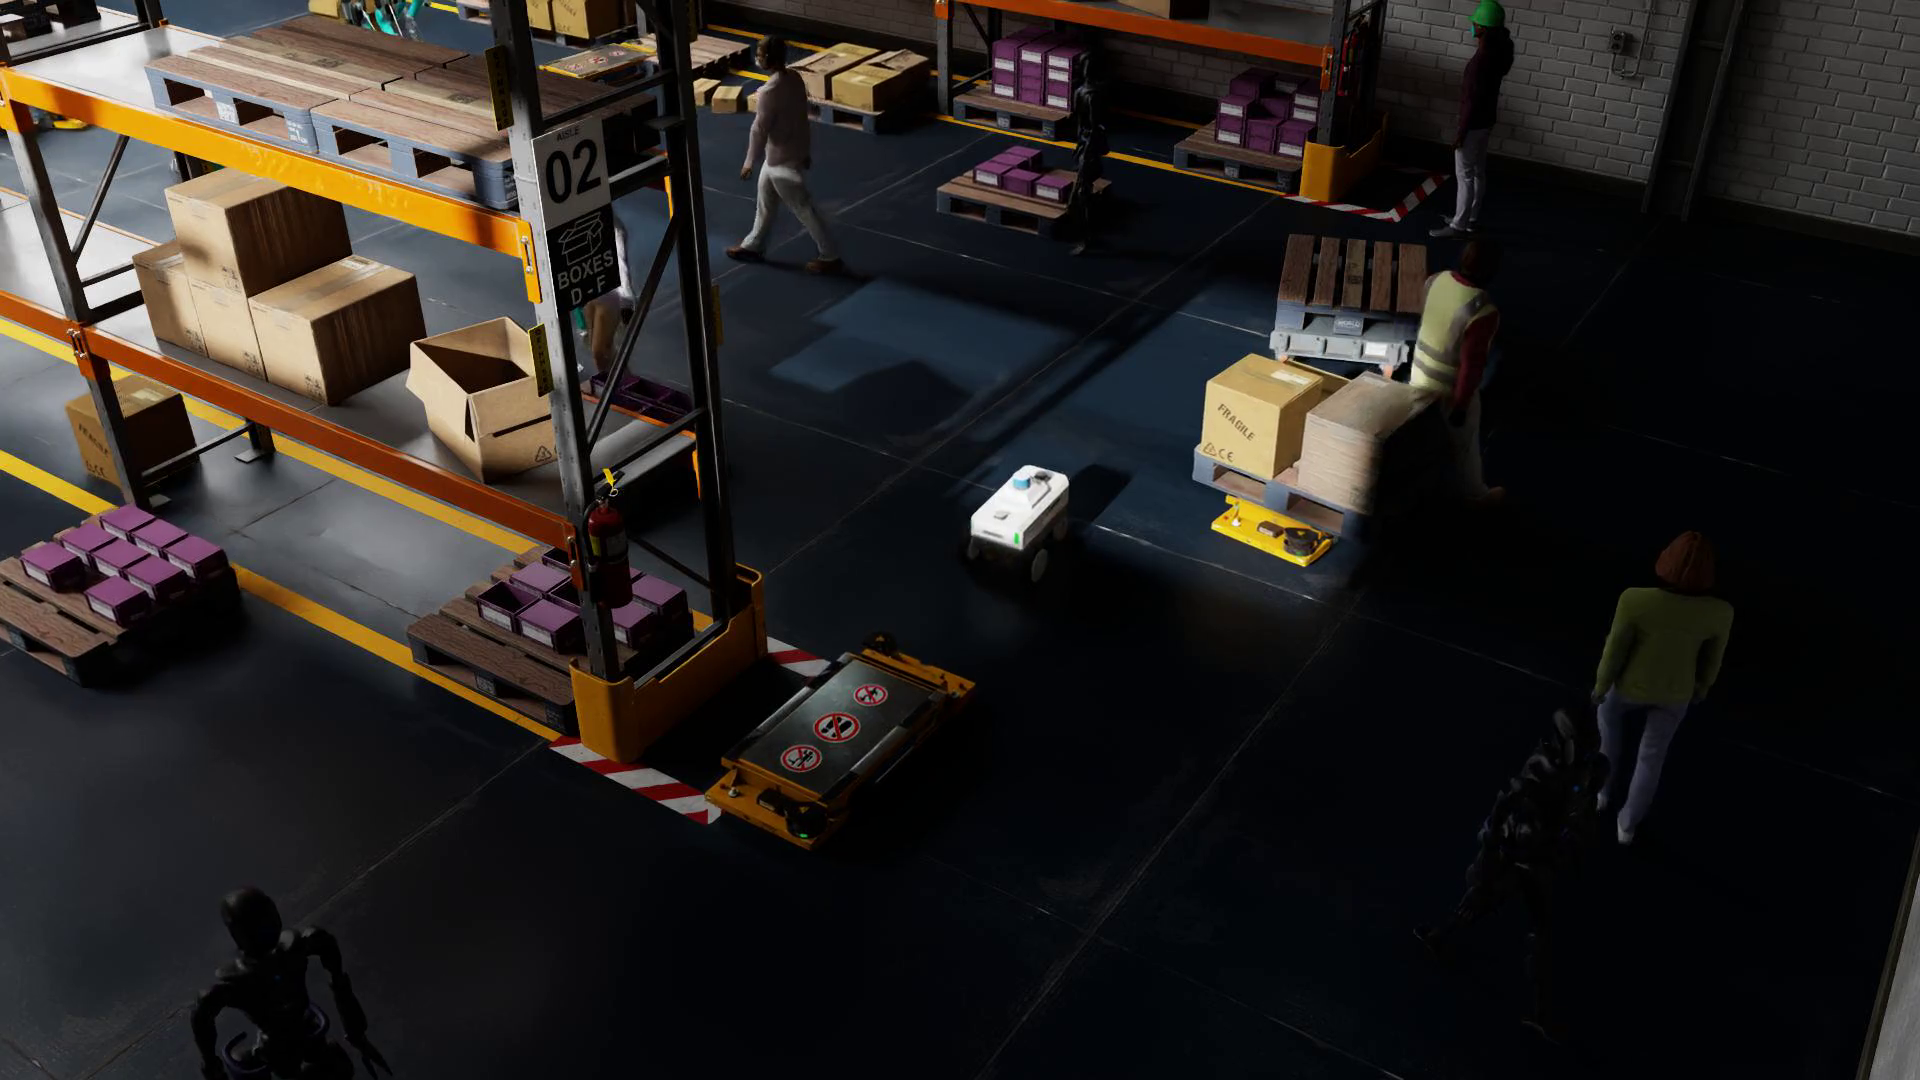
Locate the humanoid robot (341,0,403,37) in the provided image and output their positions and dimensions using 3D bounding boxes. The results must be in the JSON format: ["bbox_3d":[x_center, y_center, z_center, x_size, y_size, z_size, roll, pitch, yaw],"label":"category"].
[{"bbox_3d":[-5.740,-5.156,16.405,0.536,1.744,0.678,-27,42,-35],"label":"humanoid robot"}]

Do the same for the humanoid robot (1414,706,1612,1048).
[{"bbox_3d":[2.259,1.276,6.664,0.588,1.623,0.818,-14,36,-20],"label":"humanoid robot"}]

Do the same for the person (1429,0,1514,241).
[{"bbox_3d":[4.211,-3.400,13.558,0.417,1.953,0.488,23,40,31],"label":"person"}]

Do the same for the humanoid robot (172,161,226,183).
[{"bbox_3d":[-5.482,-2.127,11.840,0.973,1.774,0.530,9,34,14],"label":"humanoid robot"}]

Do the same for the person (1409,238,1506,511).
[{"bbox_3d":[2.915,-0.954,9.951,0.894,1.797,0.650,-12,35,-18],"label":"person"}]

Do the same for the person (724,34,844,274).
[{"bbox_3d":[-1.393,-3.001,13.012,1.044,1.888,0.624,6,34,10],"label":"person"}]

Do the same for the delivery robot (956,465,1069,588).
[{"bbox_3d":[0.345,-0.114,9.787,0.499,0.596,0.775,17,37,24],"label":"delivery robot"}]

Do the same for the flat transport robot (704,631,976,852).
[{"bbox_3d":[-0.575,0.978,8.370,0.659,0.231,1.431,20,38,27],"label":"flat transport robot"}]

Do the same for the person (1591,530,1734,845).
[{"bbox_3d":[3.173,0.658,7.623,0.522,1.613,0.517,8,34,12],"label":"person"}]

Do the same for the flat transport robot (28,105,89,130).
[{"bbox_3d":[-9.149,-4.309,16.496,1.431,0.231,0.659,7,34,10],"label":"flat transport robot"}]

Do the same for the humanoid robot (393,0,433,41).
[{"bbox_3d":[-5.790,-5.733,17.274,0.544,1.727,0.696,-28,42,-36],"label":"humanoid robot"}]

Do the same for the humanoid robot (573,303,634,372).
[{"bbox_3d":[-2.539,-1.869,11.417,0.536,1.777,0.852,-27,42,-35],"label":"humanoid robot"}]

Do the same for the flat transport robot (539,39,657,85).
[{"bbox_3d":[-3.752,-4.960,17.496,0.659,0.231,1.431,24,40,32],"label":"flat transport robot"}]

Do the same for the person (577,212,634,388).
[{"bbox_3d":[-2.388,-1.627,11.039,0.402,1.717,0.584,-21,39,-29],"label":"person"}]

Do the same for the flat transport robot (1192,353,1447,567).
[{"bbox_3d":[2.235,-0.306,10.343,0.659,0.231,1.431,25,40,33],"label":"flat transport robot"}]

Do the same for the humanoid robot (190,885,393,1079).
[{"bbox_3d":[-2.302,1.852,5.747,0.493,1.644,0.602,24,40,32],"label":"humanoid robot"}]

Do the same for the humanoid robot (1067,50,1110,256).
[{"bbox_3d":[1.023,-3.121,13.373,0.336,1.647,0.584,-2,33,-3],"label":"humanoid robot"}]
